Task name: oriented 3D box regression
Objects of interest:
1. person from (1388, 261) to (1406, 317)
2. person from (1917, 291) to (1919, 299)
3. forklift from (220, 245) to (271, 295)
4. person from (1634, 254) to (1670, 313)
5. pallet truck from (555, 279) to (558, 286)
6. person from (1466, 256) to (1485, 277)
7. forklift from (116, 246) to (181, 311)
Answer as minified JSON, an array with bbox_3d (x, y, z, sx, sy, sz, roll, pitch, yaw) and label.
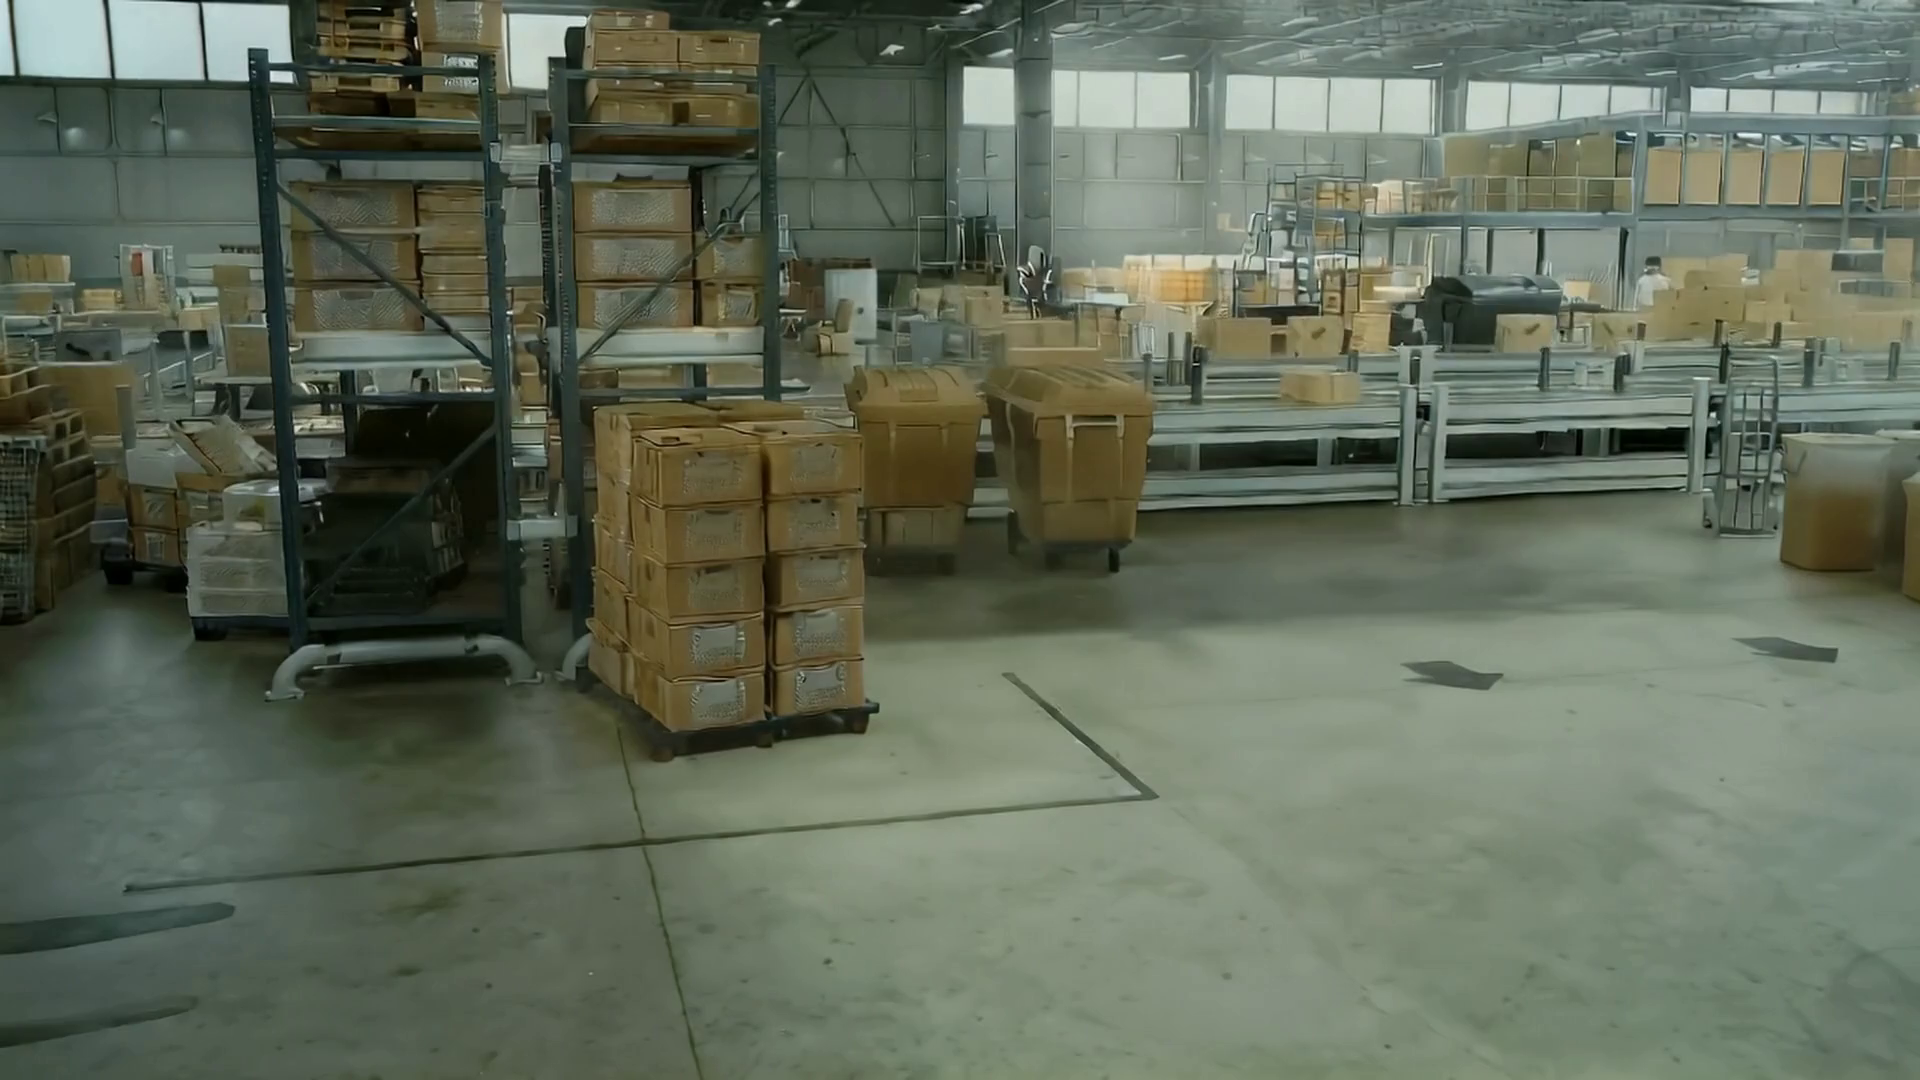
[{"bbox_3d":[12.050,-6.837,45.969,0.508,1.713,0.782,-4,11,-19],"label":"person"},{"bbox_3d":[16.602,-3.769,28.444,0.975,1.766,0.623,6,12,29],"label":"person"},{"bbox_3d":[-17.749,-6.334,41.440,1.157,1.987,2.680,-3,10,-17],"label":"forklift"},{"bbox_3d":[11.654,-3.819,28.084,0.377,1.995,0.611,-6,12,-32],"label":"person"},{"bbox_3d":[-10.604,-6.375,44.520,0.653,1.274,1.630,-3,10,-15],"label":"pallet truck"},{"bbox_3d":[9.387,-4.218,30.505,0.545,1.940,0.352,-3,11,-18],"label":"person"},{"bbox_3d":[-19.966,-6.232,40.894,1.157,1.987,2.680,-3,10,-15],"label":"forklift"}]
